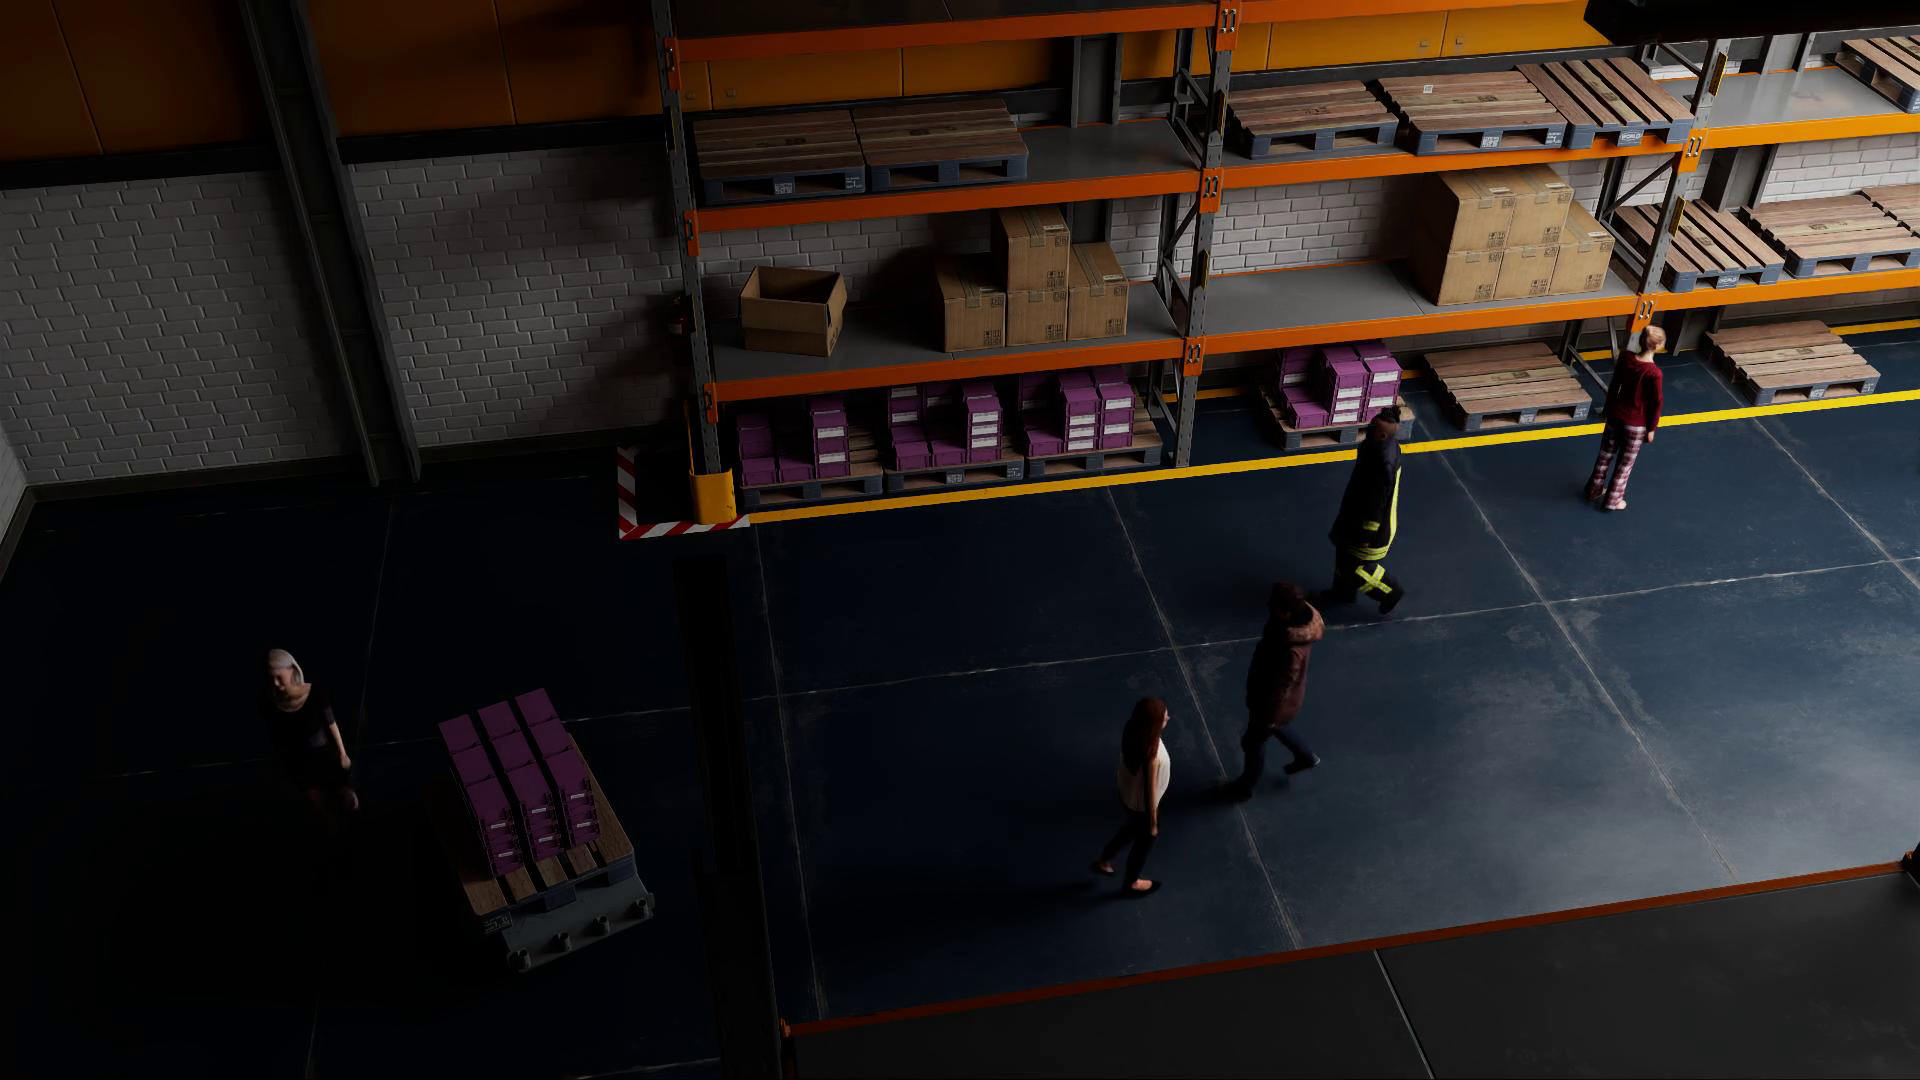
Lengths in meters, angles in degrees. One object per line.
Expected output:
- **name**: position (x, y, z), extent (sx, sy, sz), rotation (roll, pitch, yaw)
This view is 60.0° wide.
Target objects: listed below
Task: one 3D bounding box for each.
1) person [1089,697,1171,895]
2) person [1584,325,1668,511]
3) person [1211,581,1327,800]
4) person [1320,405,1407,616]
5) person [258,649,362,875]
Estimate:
- **person**: position (1.033, 1.606, 10.251), extent (0.675, 1.708, 0.585), rotation (-7, 39, -8)
- **person**: position (5.445, -1.008, 13.529), extent (0.639, 1.703, 0.688), rotation (-21, 43, -24)
- **person**: position (2.126, 1.008, 10.903), extent (1.072, 1.829, 0.940), rotation (6, 39, 7)
- **person**: position (3.124, -0.185, 12.383), extent (0.990, 1.847, 0.900), rotation (5, 39, 7)
- **person**: position (-4.076, 1.325, 10.515), extent (0.685, 1.817, 0.643), rotation (-7, 39, -9)
